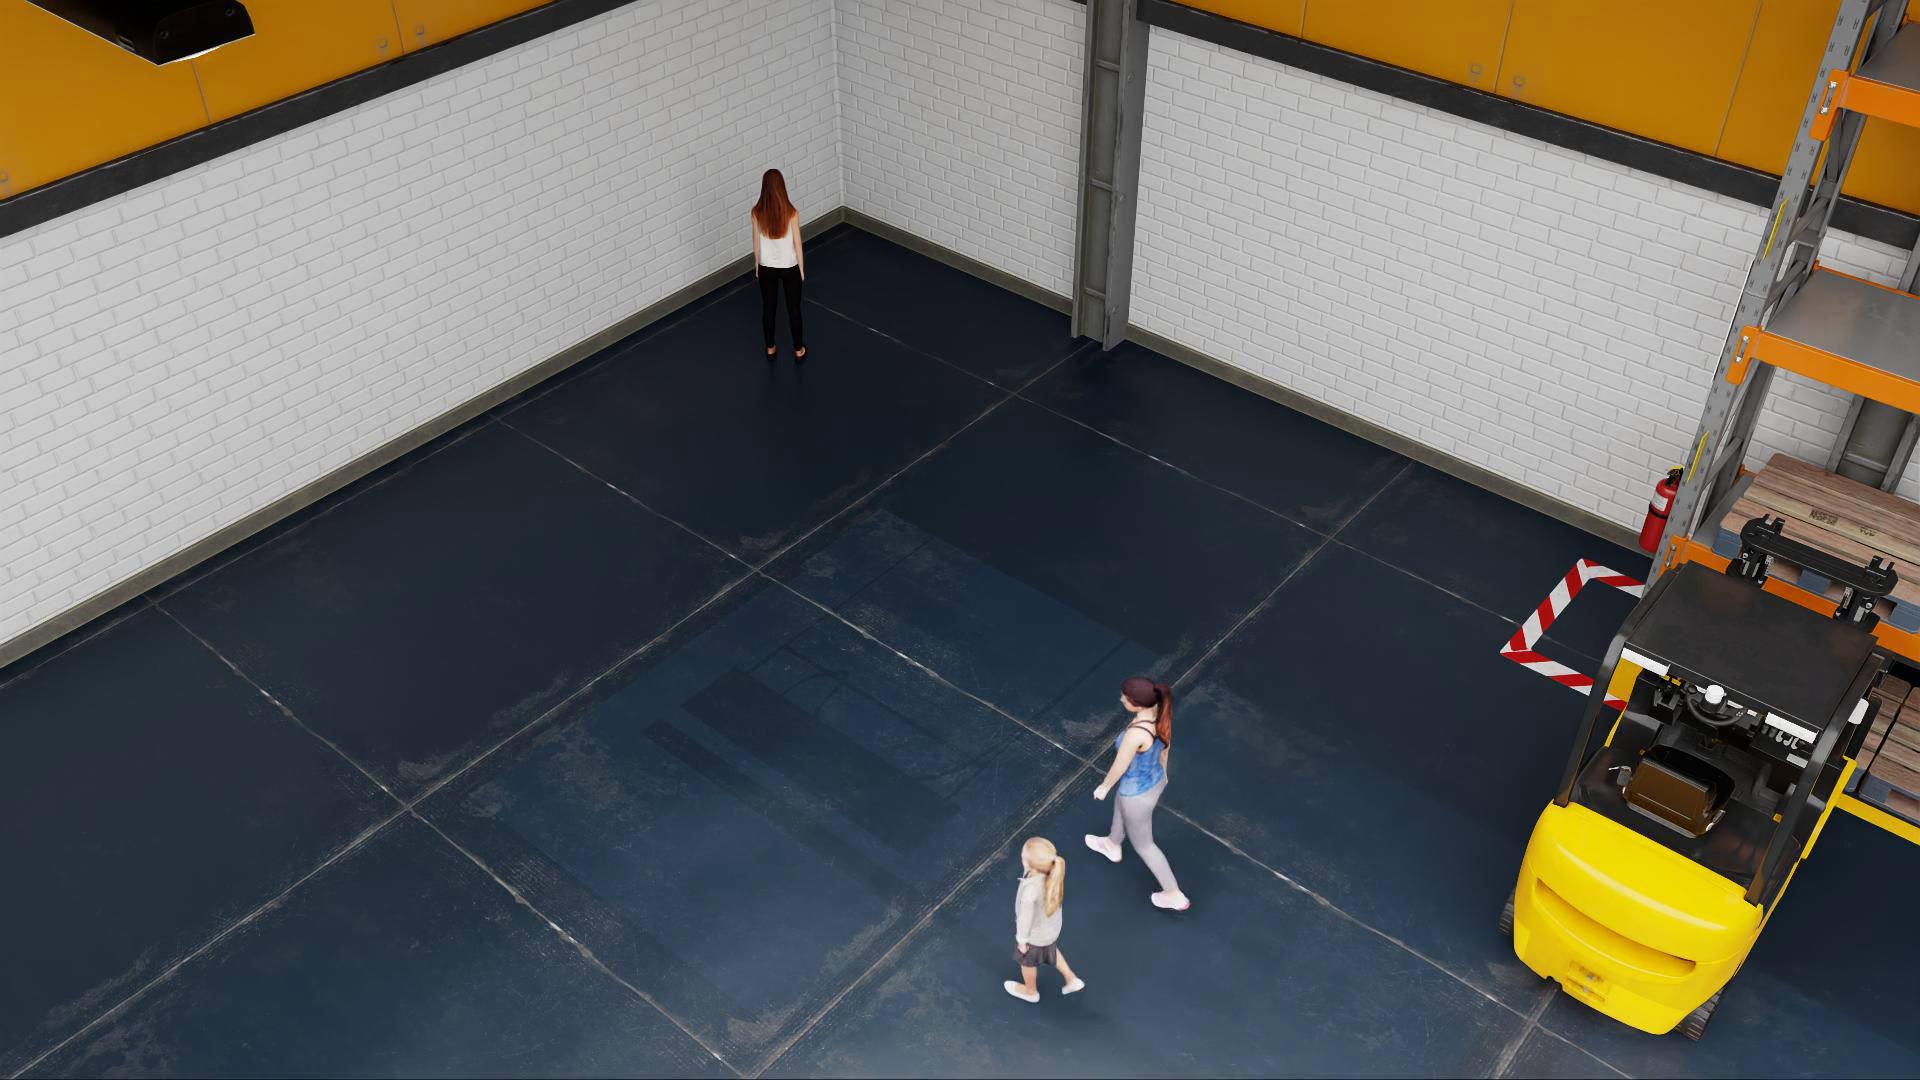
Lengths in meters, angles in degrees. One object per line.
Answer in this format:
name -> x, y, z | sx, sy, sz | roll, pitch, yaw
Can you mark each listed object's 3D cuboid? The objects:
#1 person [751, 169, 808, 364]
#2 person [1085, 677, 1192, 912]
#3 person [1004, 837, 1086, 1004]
person -> -1.496, -2.253, 13.766 | 0.613, 1.719, 0.705 | 4, 39, 5
person -> 1.056, 1.424, 9.276 | 1.027, 1.576, 0.626 | 23, 44, 26
person -> 0.465, 2.031, 8.765 | 0.675, 1.265, 0.549 | 22, 44, 26
